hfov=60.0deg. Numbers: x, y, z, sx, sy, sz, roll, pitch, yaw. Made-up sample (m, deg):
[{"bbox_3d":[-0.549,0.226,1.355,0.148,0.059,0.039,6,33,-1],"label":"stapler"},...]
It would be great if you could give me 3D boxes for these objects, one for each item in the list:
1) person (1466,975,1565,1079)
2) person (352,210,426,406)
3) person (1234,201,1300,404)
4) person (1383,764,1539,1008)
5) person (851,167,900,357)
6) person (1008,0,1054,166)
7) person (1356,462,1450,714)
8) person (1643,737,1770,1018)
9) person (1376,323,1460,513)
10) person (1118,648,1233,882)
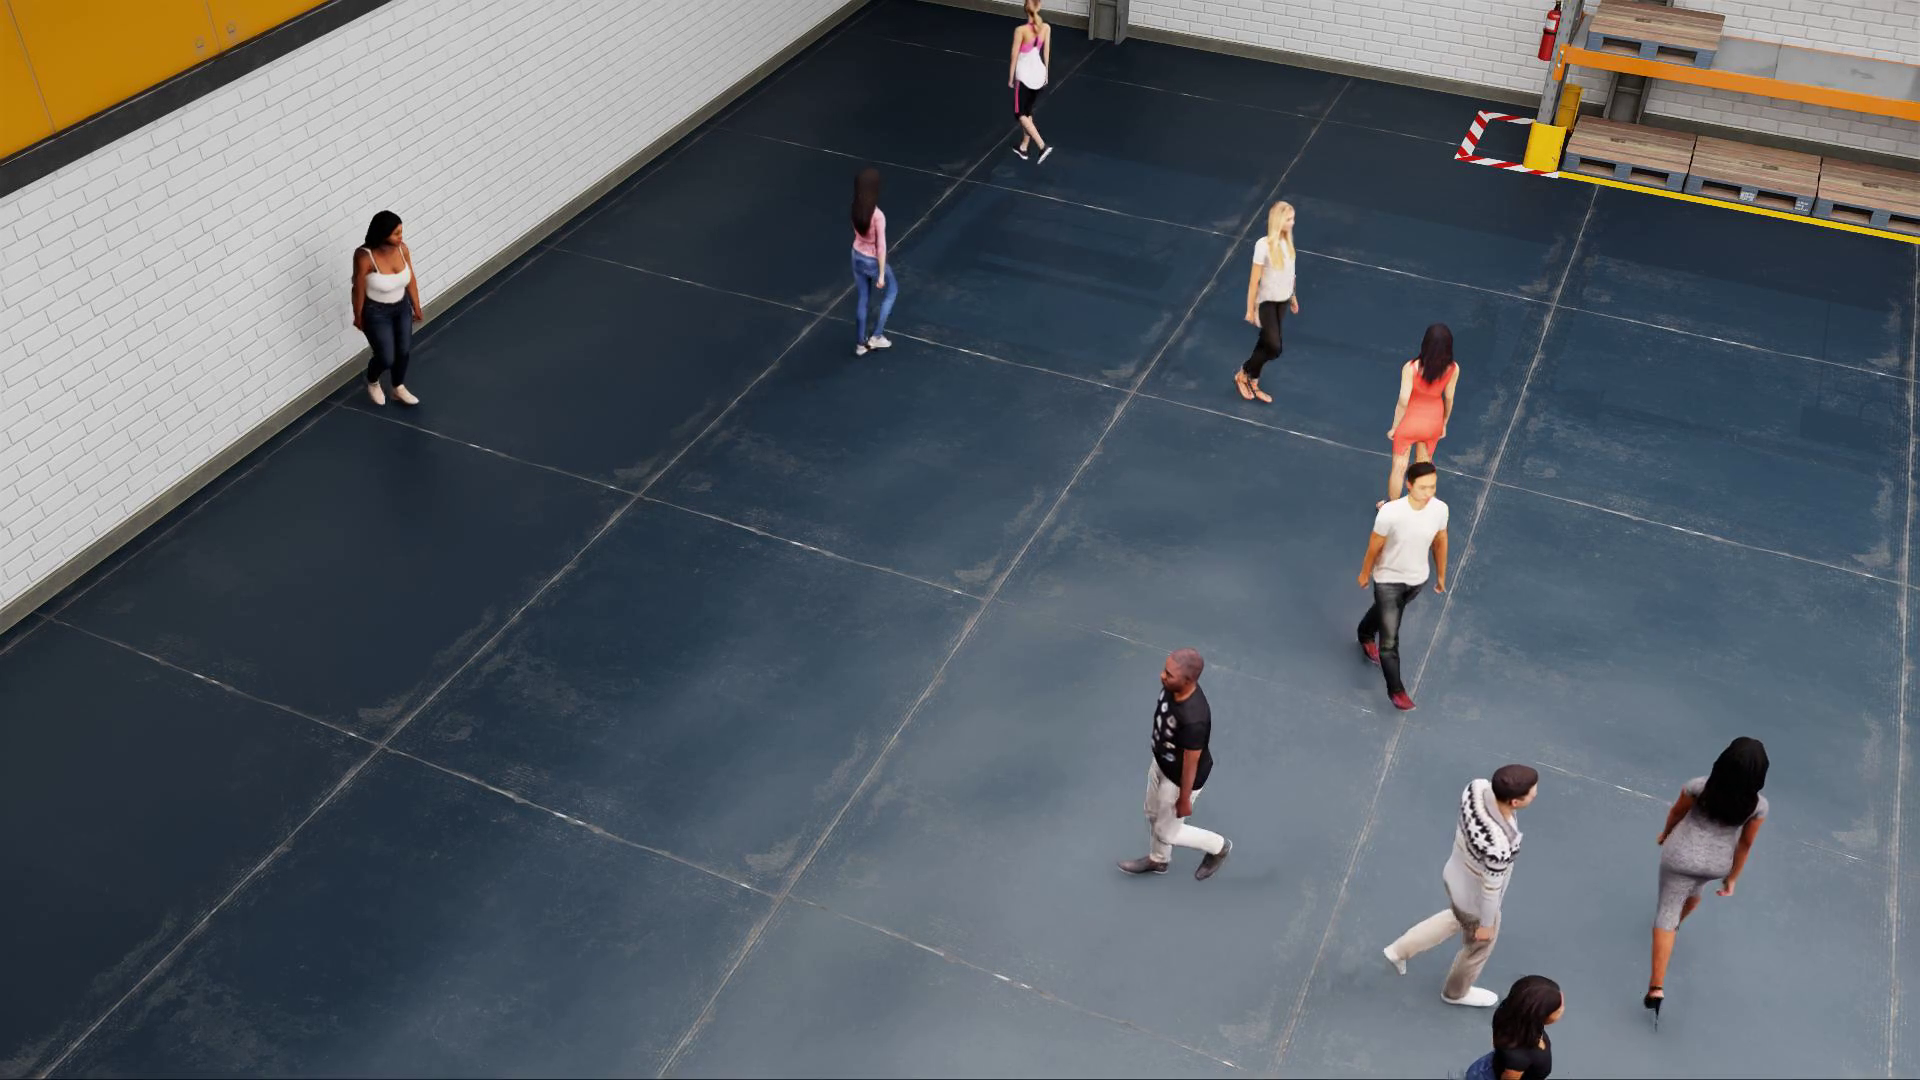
[{"bbox_3d":[2.457,2.641,7.859,0.655,1.734,0.658,7,39,9],"label":"person"},{"bbox_3d":[-4.681,-1.846,13.448,0.776,1.769,0.881,-31,48,-33],"label":"person"},{"bbox_3d":[2.442,-1.937,13.527,0.704,1.814,0.675,27,46,29],"label":"person"},{"bbox_3d":[2.646,1.834,8.793,1.018,1.830,0.911,-1,39,-1],"label":"person"},{"bbox_3d":[-0.831,-2.324,14.078,0.651,1.731,0.727,28,47,31],"label":"person"},{"bbox_3d":[0.747,-4.642,16.953,0.900,1.765,1.042,-22,43,-25],"label":"person"},{"bbox_3d":[2.850,0.183,10.914,1.138,1.762,1.165,-10,40,-13],"label":"person"},{"bbox_3d":[3.930,1.806,8.898,1.041,1.742,0.746,10,40,12],"label":"person"},{"bbox_3d":[3.378,-0.849,12.241,0.622,1.719,0.732,-3,39,-4],"label":"person"},{"bbox_3d":[1.324,1.317,9.473,1.028,1.789,0.937,-6,39,-8],"label":"person"}]
